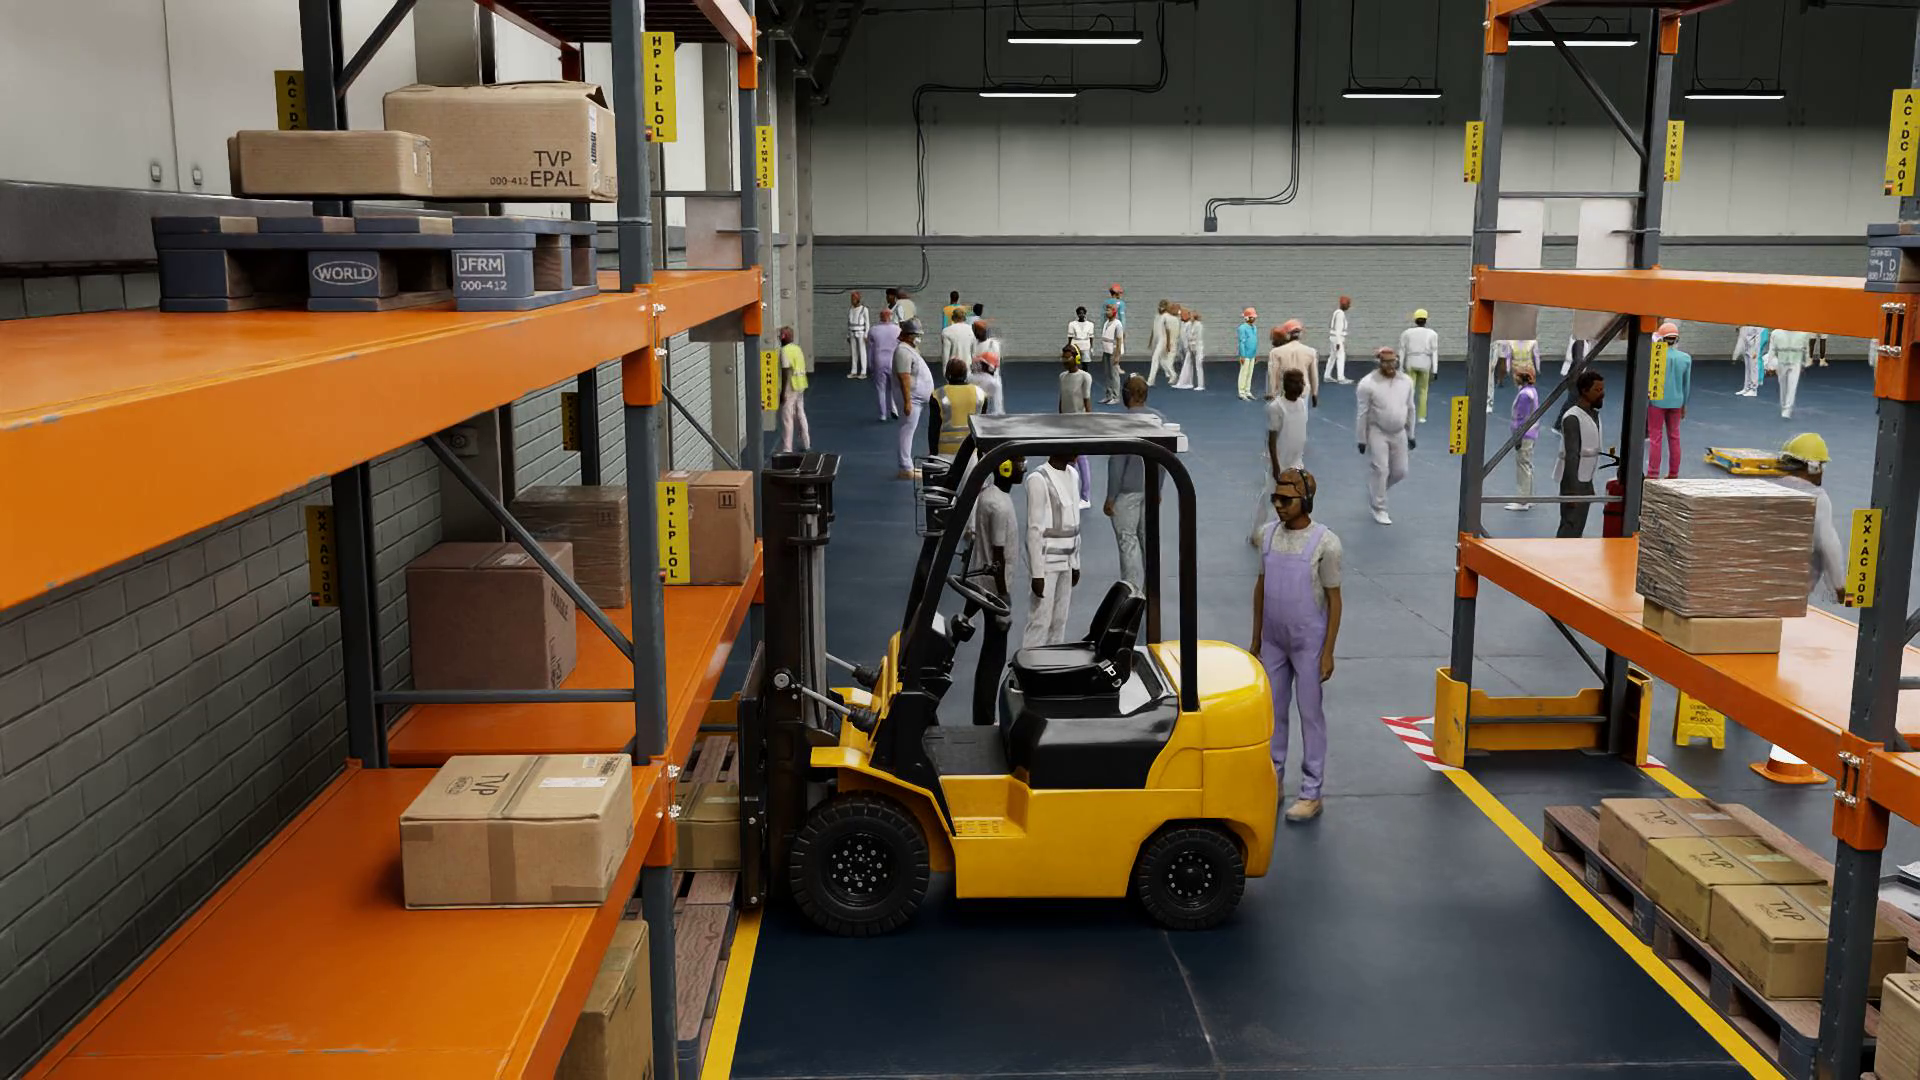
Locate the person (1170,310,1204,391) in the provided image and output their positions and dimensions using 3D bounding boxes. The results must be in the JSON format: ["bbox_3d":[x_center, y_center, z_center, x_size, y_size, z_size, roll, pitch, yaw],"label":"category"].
[{"bbox_3d":[4.595,-3.796,33.379,0.734,1.610,0.523,-4,11,-20],"label":"person"}]

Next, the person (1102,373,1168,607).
[{"bbox_3d":[1.409,-0.378,13.447,0.638,1.938,0.356,-8,13,-39],"label":"person"}]

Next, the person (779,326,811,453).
[{"bbox_3d":[-2.348,-2.069,23.247,0.431,1.814,0.789,4,11,23],"label":"person"}]

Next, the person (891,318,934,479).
[{"bbox_3d":[-0.597,-1.803,21.105,0.536,2.000,0.688,0,10,2],"label":"person"}]

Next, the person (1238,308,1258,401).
[{"bbox_3d":[5.443,-3.500,31.354,0.325,1.752,0.563,8,13,36],"label":"person"}]

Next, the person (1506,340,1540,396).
[{"bbox_3d":[9.672,-2.920,28.563,0.528,1.596,0.859,7,12,34],"label":"person"}]

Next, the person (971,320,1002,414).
[{"bbox_3d":[0.313,-2.308,24.475,0.598,1.829,0.981,8,13,37],"label":"person"}]

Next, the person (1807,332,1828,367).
[{"bbox_3d":[20.662,-5.187,39.950,0.370,2.044,0.608,-9,14,-42],"label":"person"}]

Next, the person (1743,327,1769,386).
[{"bbox_3d":[16.602,-4.116,34.584,0.360,1.834,0.521,9,13,40],"label":"person"}]

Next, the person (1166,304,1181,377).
[{"bbox_3d":[4.732,-4.419,36.844,0.280,1.627,0.499,3,11,18],"label":"person"}]

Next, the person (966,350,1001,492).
[{"bbox_3d":[0.225,-1.395,19.760,0.653,1.716,0.569,-9,14,-42],"label":"person"}]

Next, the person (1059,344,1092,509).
[{"bbox_3d":[1.274,-1.269,18.652,0.326,1.861,0.498,-9,13,-41],"label":"person"}]

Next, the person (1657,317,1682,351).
[{"bbox_3d":[16.428,-4.948,38.624,0.683,2.000,0.536,-5,11,-25],"label":"person"}]

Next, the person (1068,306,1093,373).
[{"bbox_3d":[2.423,-3.842,33.426,0.532,1.696,0.319,-1,10,-6],"label":"person"}]

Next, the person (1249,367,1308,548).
[{"bbox_3d":[3.112,-0.756,15.950,0.526,1.802,0.953,-6,12,-30],"label":"person"}]

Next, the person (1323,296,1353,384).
[{"bbox_3d":[8.024,-4.223,35.155,0.528,1.854,0.747,1,10,7],"label":"person"}]

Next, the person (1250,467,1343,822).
[{"bbox_3d":[1.729,0.534,8.631,0.329,1.844,0.509,-9,14,-42],"label":"person"}]

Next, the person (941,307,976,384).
[{"bbox_3d":[-0.012,-2.785,26.856,0.635,1.937,0.354,-5,11,-24],"label":"person"}]

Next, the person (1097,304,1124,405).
[{"bbox_3d":[2.796,-3.412,30.600,0.384,1.849,0.570,-4,11,-22],"label":"person"}]

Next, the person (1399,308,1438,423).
[{"bbox_3d":[7.530,-2.854,27.363,0.621,1.900,0.648,5,11,26],"label":"person"}]

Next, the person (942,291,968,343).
[{"bbox_3d":[-0.108,-4.439,36.128,0.587,1.920,0.391,-4,11,-21],"label":"person"}]

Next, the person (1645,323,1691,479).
[{"bbox_3d":[8.678,-1.674,20.512,0.614,1.993,0.395,-1,10,-8],"label":"person"}]

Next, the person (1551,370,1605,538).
[{"bbox_3d":[5.217,-0.475,14.042,0.394,1.920,0.587,7,12,35],"label":"person"}]

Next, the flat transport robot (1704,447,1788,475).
[{"bbox_3d":[10.312,-1.038,21.775,0.652,0.197,1.431,1,10,7],"label":"flat transport robot"}]

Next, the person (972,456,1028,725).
[{"bbox_3d":[0.232,0.318,9.811,0.328,1.861,0.505,-1,10,-5],"label":"person"}]

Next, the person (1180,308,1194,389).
[{"bbox_3d":[4.606,-3.902,33.934,0.283,1.631,0.503,-3,11,-15],"label":"person"}]

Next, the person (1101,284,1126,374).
[{"bbox_3d":[3.495,-4.762,37.607,0.611,2.032,0.401,9,13,40],"label":"person"}]

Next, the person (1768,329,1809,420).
[{"bbox_3d":[13.932,-2.938,27.993,0.600,1.836,1.039,5,11,27],"label":"person"}]

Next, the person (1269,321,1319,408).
[{"bbox_3d":[4.479,-1.966,22.346,0.656,1.927,1.005,1,10,5],"label":"person"}]

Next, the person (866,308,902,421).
[{"bbox_3d":[-1.246,-2.938,27.868,0.646,1.891,0.504,-1,10,-3],"label":"person"}]

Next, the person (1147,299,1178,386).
[{"bbox_3d":[4.182,-4.096,34.552,0.844,1.806,0.531,-4,11,-23],"label":"person"}]

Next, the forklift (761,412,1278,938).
[{"bbox_3d":[0.291,0.548,7.580,2.313,2.155,1.214,0,10,-2],"label":"forklift"}]

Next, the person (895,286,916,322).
[{"bbox_3d":[-1.321,-4.811,37.860,0.686,2.000,1.038,-7,12,-35],"label":"person"}]

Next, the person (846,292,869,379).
[{"bbox_3d":[-2.245,-4.475,36.434,0.576,1.881,0.352,8,13,36],"label":"person"}]

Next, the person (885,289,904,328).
[{"bbox_3d":[-1.483,-4.579,36.774,0.362,1.963,0.613,-8,13,-38],"label":"person"}]

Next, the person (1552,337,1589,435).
[{"bbox_3d":[9.265,-2.462,25.138,0.496,1.917,0.782,5,11,25],"label":"person"}]

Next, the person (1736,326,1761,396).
[{"bbox_3d":[15.381,-3.674,32.354,0.310,1.744,0.486,1,10,4],"label":"person"}]

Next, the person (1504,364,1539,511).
[{"bbox_3d":[6.299,-1.144,18.575,0.312,1.631,0.516,5,11,27],"label":"person"}]

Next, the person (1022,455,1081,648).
[{"bbox_3d":[0.599,0.160,10.643,0.350,1.877,0.577,6,12,30],"label":"person"}]

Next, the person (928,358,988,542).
[{"bbox_3d":[-0.037,-0.888,16.565,0.631,1.843,0.429,-4,11,-23],"label":"person"}]

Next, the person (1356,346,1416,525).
[{"bbox_3d":[4.537,-1.132,17.785,0.663,1.889,0.585,-2,10,-13],"label":"person"}]

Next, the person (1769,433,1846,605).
[{"bbox_3d":[5.354,0.219,10.555,0.930,1.782,0.612,-1,10,-5],"label":"person"}]

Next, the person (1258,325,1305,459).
[{"bbox_3d":[4.430,-2.011,22.780,0.551,1.863,0.691,-3,11,-17],"label":"person"}]

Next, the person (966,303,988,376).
[{"bbox_3d":[0.431,-4.214,35.552,0.723,1.666,0.560,-10,14,-44],"label":"person"}]
